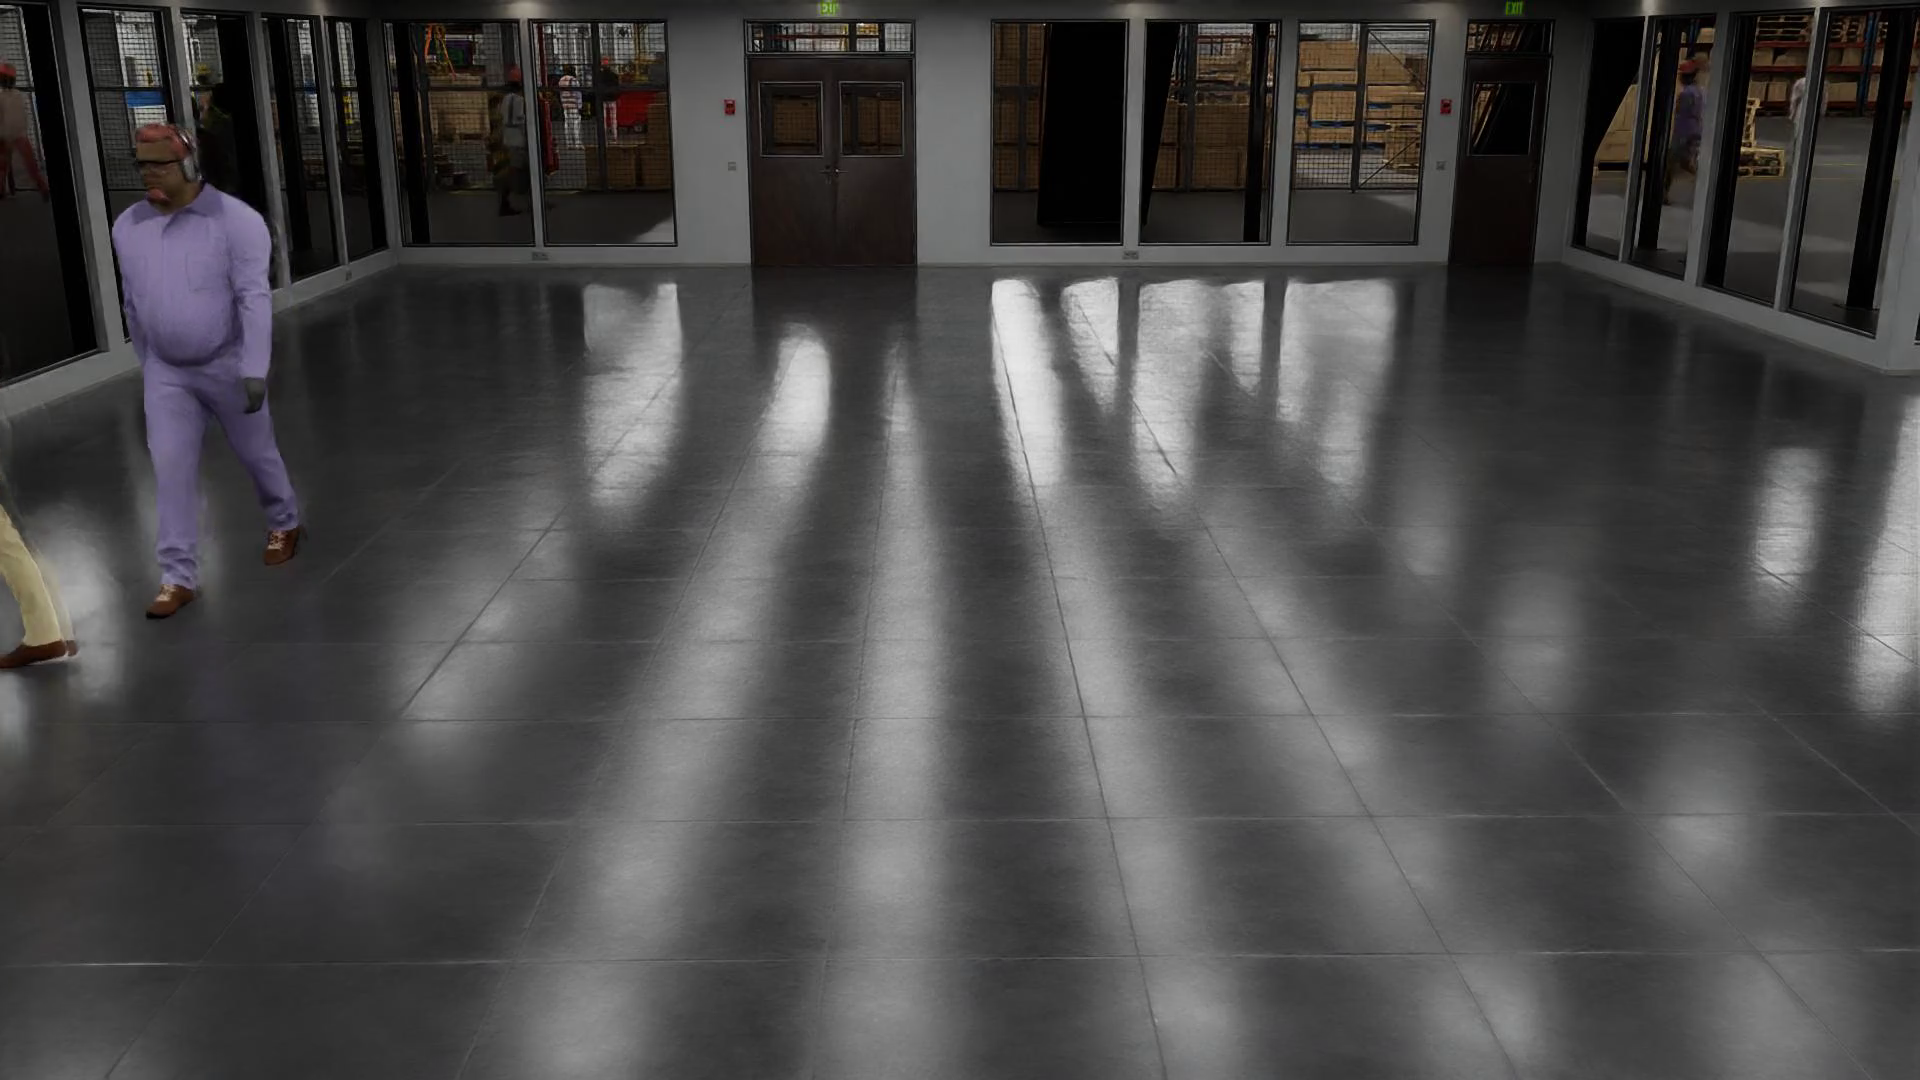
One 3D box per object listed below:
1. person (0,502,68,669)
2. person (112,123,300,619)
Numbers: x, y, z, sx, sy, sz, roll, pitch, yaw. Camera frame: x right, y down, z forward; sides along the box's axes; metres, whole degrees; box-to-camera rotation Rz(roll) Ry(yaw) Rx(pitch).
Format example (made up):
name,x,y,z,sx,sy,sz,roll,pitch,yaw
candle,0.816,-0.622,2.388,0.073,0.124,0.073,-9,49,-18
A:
name,x,y,z,sx,sy,sz,roll,pitch,yaw
person,-3.533,-0.281,5.600,0.805,1.601,0.512,-5,17,-18
person,-2.994,-0.711,6.618,0.631,1.862,0.985,0,16,-1
